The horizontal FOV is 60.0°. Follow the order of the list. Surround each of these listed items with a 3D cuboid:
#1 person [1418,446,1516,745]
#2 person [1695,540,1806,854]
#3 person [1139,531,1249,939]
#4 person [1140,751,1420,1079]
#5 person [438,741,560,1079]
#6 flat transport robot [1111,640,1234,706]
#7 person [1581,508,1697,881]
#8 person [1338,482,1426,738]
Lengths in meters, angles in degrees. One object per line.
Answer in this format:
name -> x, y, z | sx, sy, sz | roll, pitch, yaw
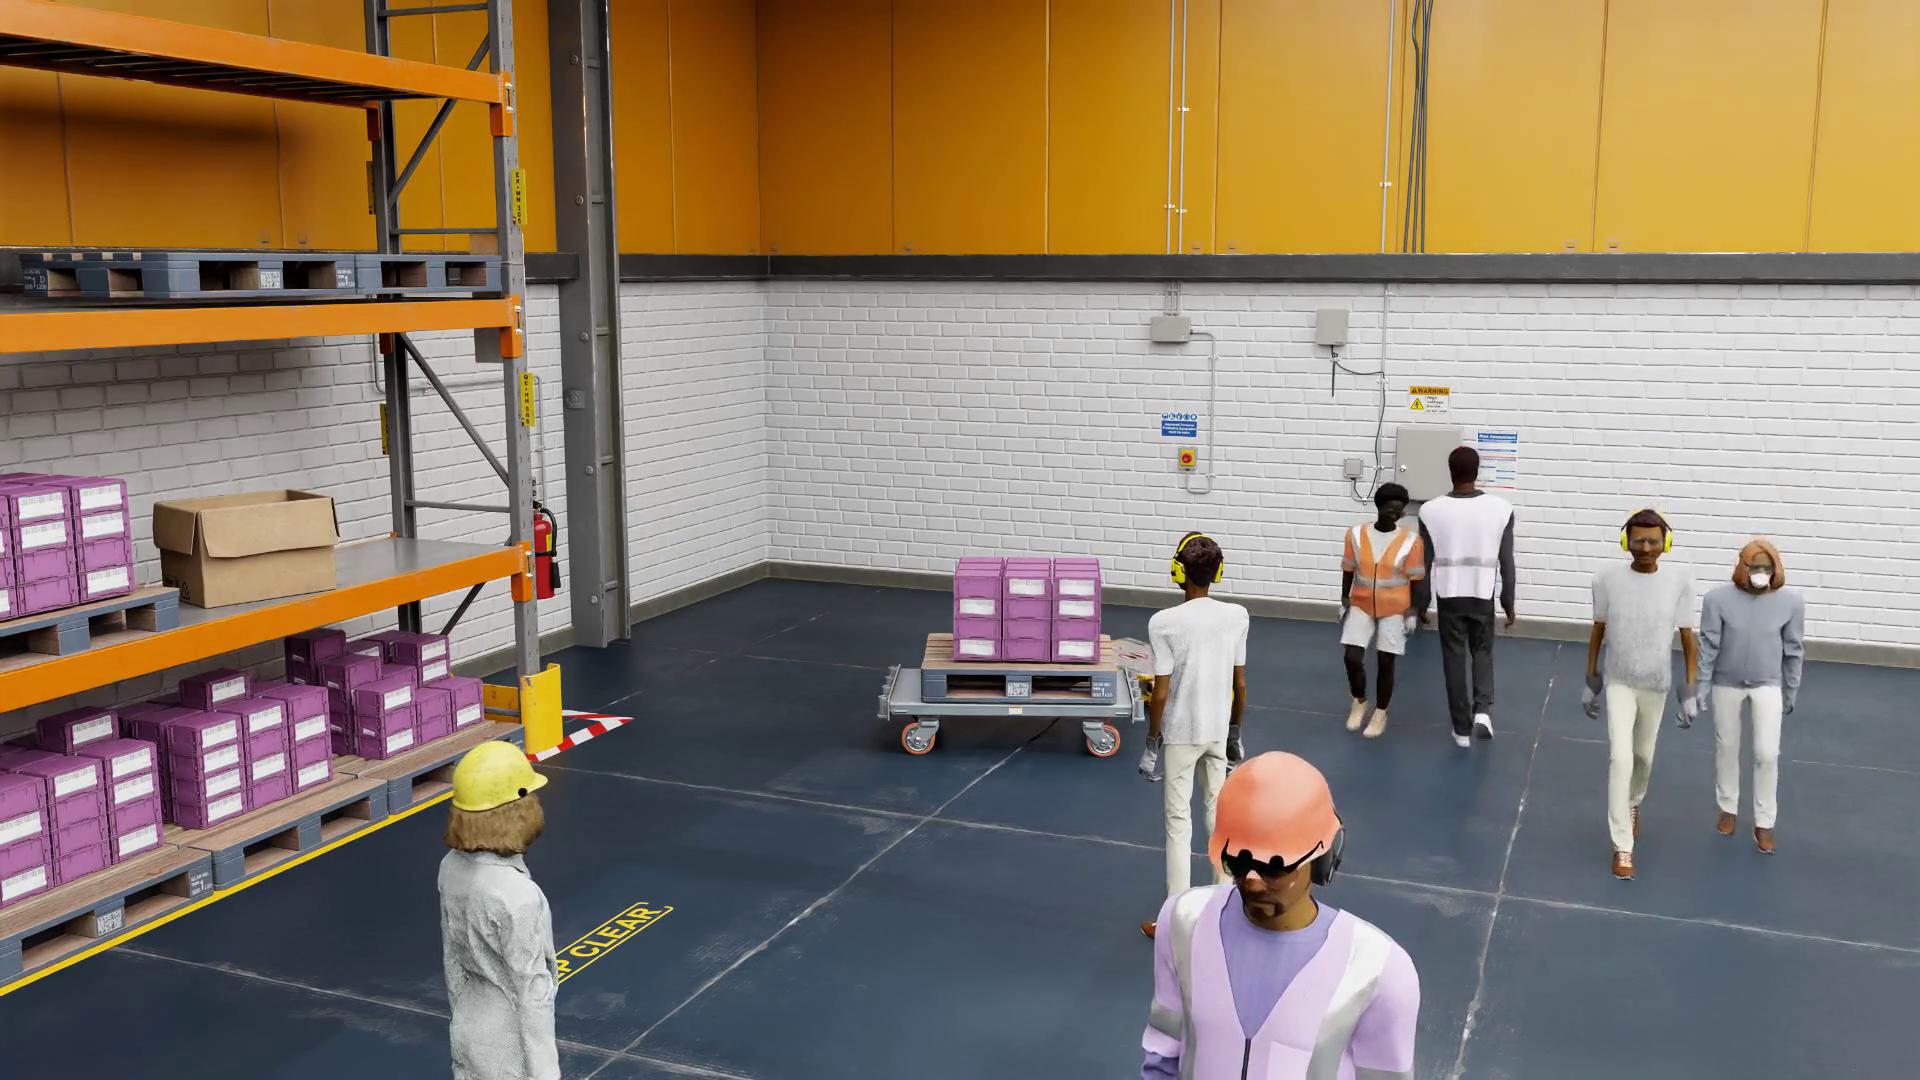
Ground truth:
person -> 3.189, 0.359, 10.530 | 0.617, 1.897, 0.445 | 2, 9, 9
person -> 4.116, 0.807, 8.694 | 0.501, 1.611, 0.650 | 4, 10, 25
person -> 1.036, 0.892, 7.414 | 0.514, 1.867, 0.328 | -4, 10, -24
person -> 0.652, 1.437, 3.586 | 0.607, 2.039, 0.380 | 6, 11, 32
person -> -1.258, 1.409, 4.640 | 0.290, 1.746, 0.487 | -9, 13, -43
flat transport robot -> 1.302, 0.939, 11.937 | 0.652, 0.197, 1.431 | -6, 11, -32
person -> 3.489, 0.726, 8.538 | 0.533, 1.833, 0.951 | 3, 10, 16
person -> 2.675, 0.454, 10.626 | 0.562, 1.668, 0.395 | 5, 11, 29
